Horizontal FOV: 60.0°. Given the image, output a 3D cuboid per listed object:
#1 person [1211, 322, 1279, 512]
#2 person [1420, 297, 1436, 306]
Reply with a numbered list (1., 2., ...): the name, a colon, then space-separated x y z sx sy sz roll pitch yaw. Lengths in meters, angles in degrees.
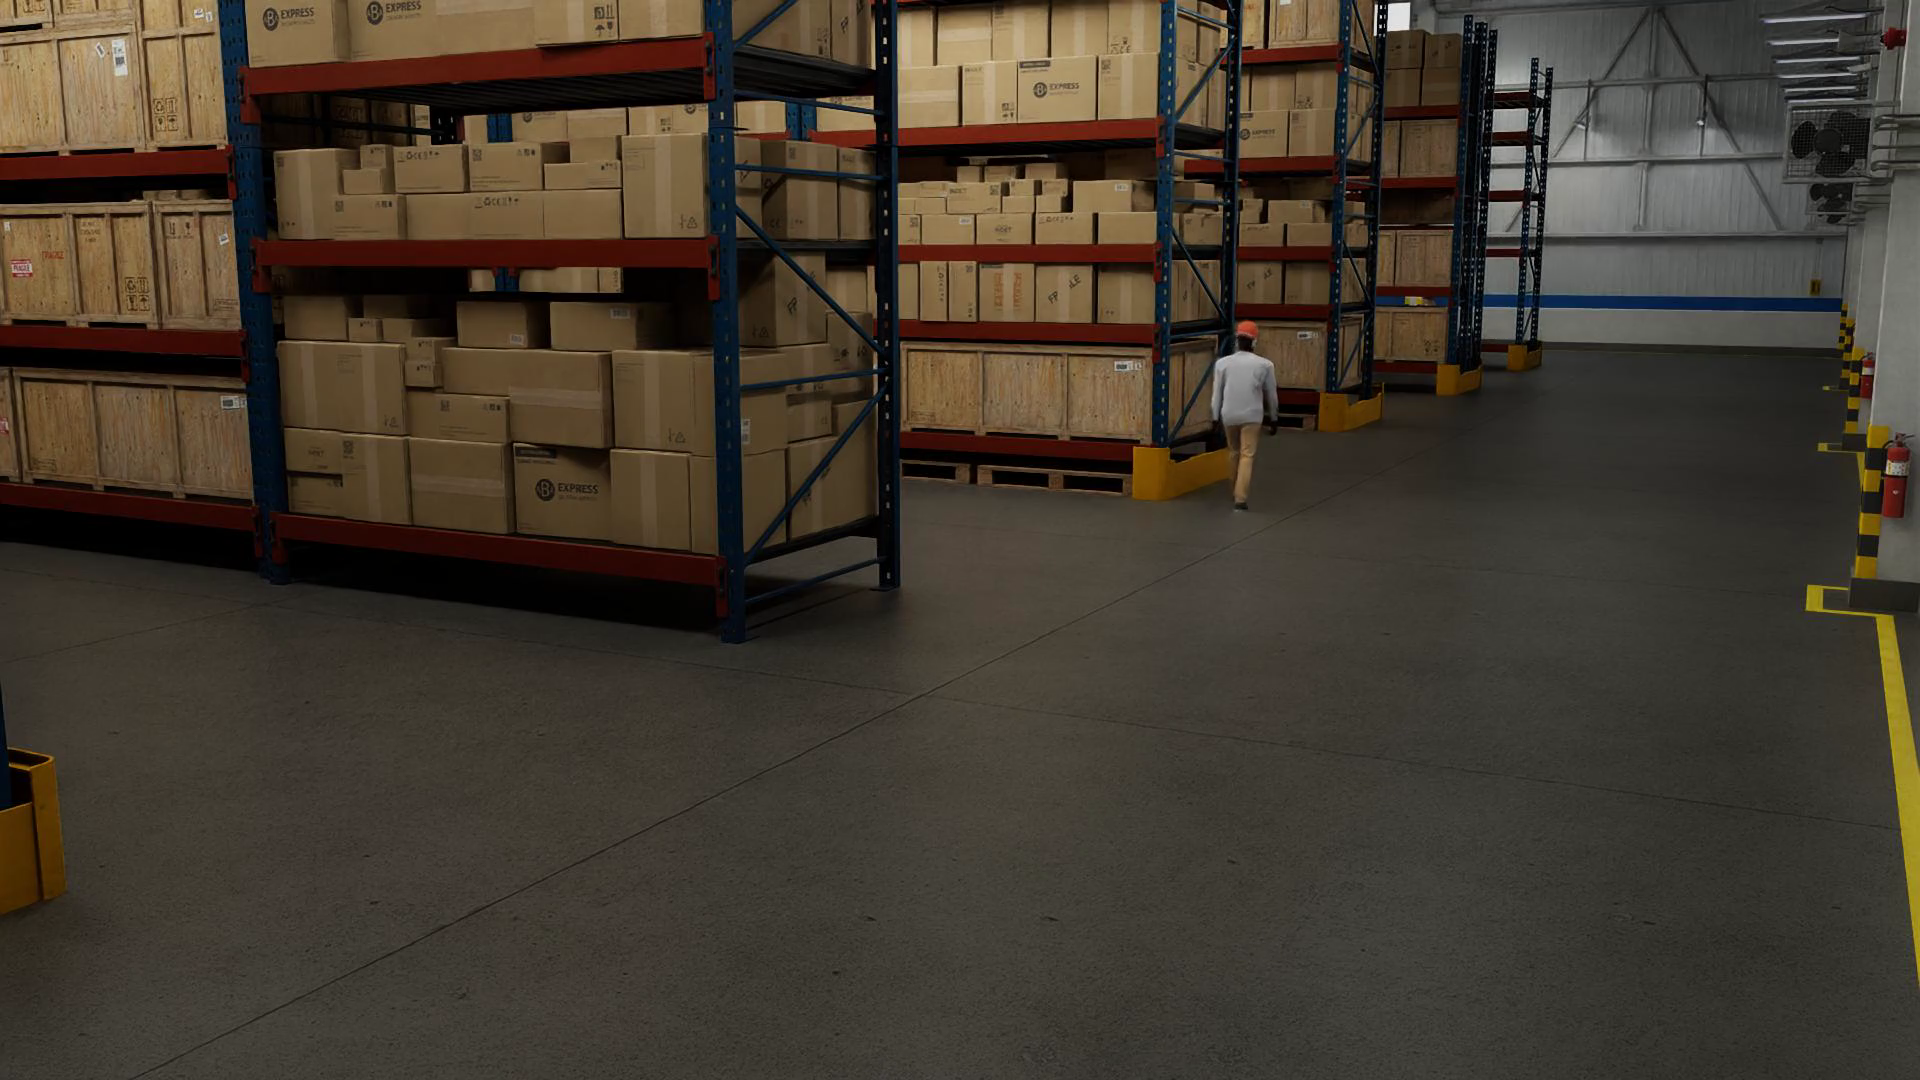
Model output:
1. person: 2.624 -1.141 15.256 0.594 1.699 0.909 4 11 24
2. person: 9.323 -4.217 33.241 0.313 1.642 0.513 9 13 42
